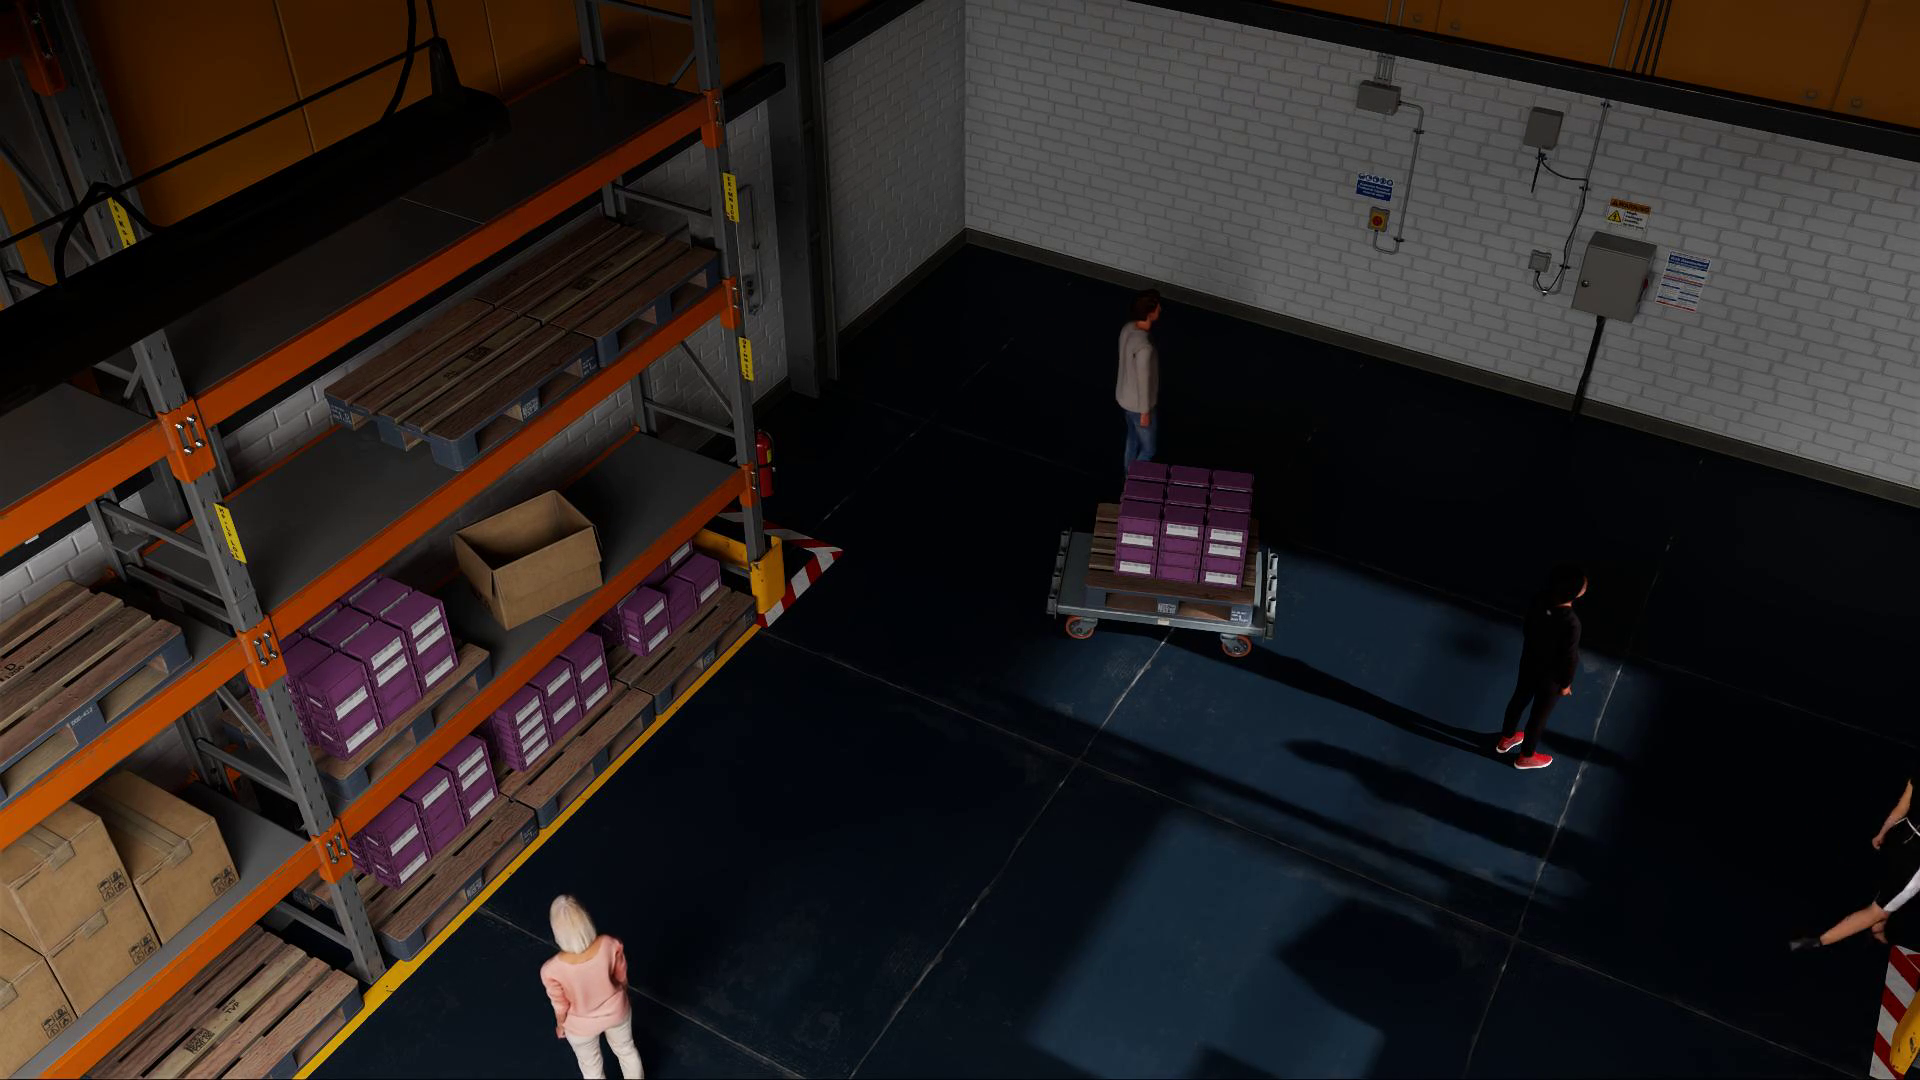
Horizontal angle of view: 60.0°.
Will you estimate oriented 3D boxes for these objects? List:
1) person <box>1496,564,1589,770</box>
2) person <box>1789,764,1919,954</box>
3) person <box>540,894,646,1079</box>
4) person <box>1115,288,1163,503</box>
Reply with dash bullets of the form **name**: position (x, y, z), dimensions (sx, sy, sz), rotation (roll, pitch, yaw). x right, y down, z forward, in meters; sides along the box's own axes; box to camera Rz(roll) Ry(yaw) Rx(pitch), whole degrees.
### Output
- **person**: position (3.824, 0.825, 10.884), dimensions (0.710, 1.675, 0.684), rotation (-17, 42, -21)
- **person**: position (5.328, 1.869, 9.502), dimensions (1.113, 1.769, 1.048), rotation (-12, 40, -14)
- **person**: position (-1.926, 2.481, 8.772), dimensions (0.610, 1.724, 0.739), rotation (-23, 44, -26)
- **person**: position (1.357, -1.108, 13.126), dimensions (0.910, 1.898, 0.837), rotation (-6, 39, -8)
